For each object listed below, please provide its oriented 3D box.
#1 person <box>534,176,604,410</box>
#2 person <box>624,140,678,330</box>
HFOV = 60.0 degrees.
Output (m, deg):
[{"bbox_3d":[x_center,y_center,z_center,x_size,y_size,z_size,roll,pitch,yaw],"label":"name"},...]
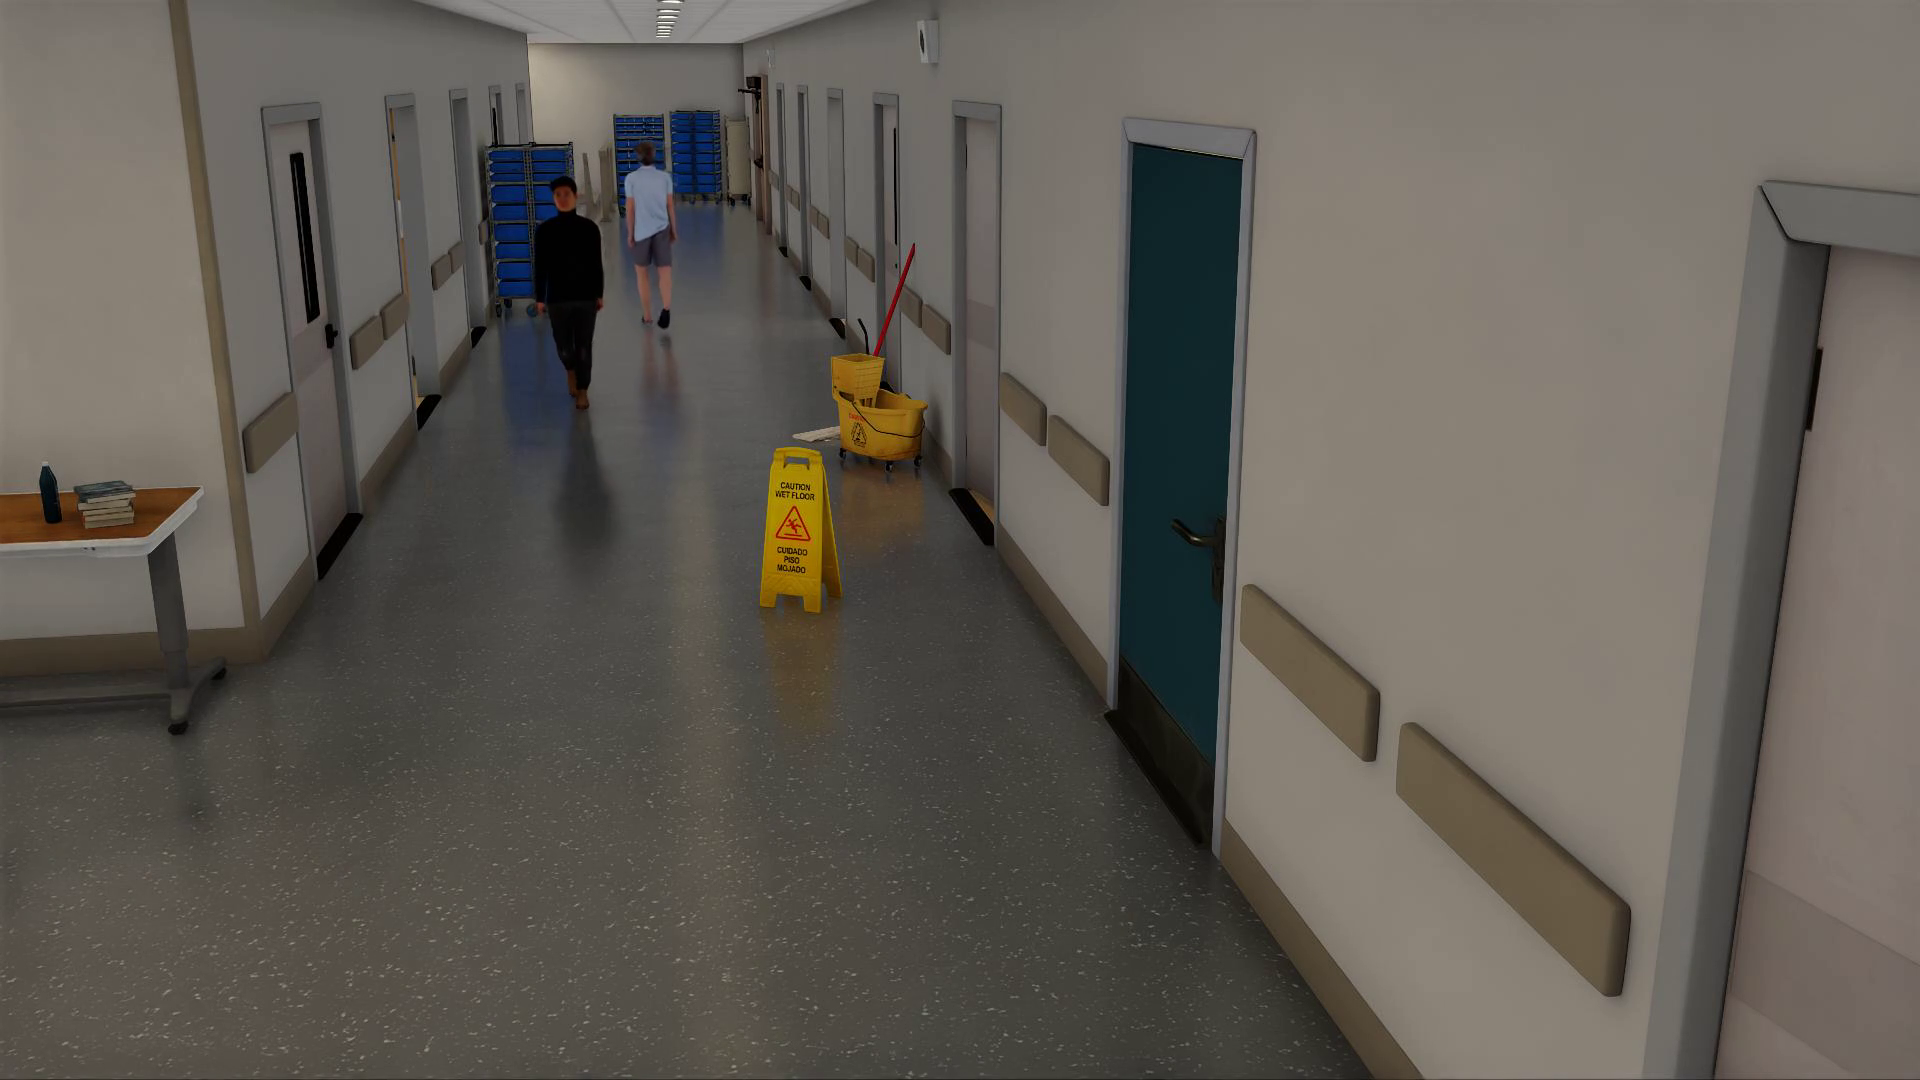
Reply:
[{"bbox_3d":[-2.930,-1.864,12.564,0.641,1.701,0.996,-2,16,-8],"label":"person"},{"bbox_3d":[-3.005,-2.968,16.288,0.719,1.805,1.124,-4,16,-15],"label":"person"}]
